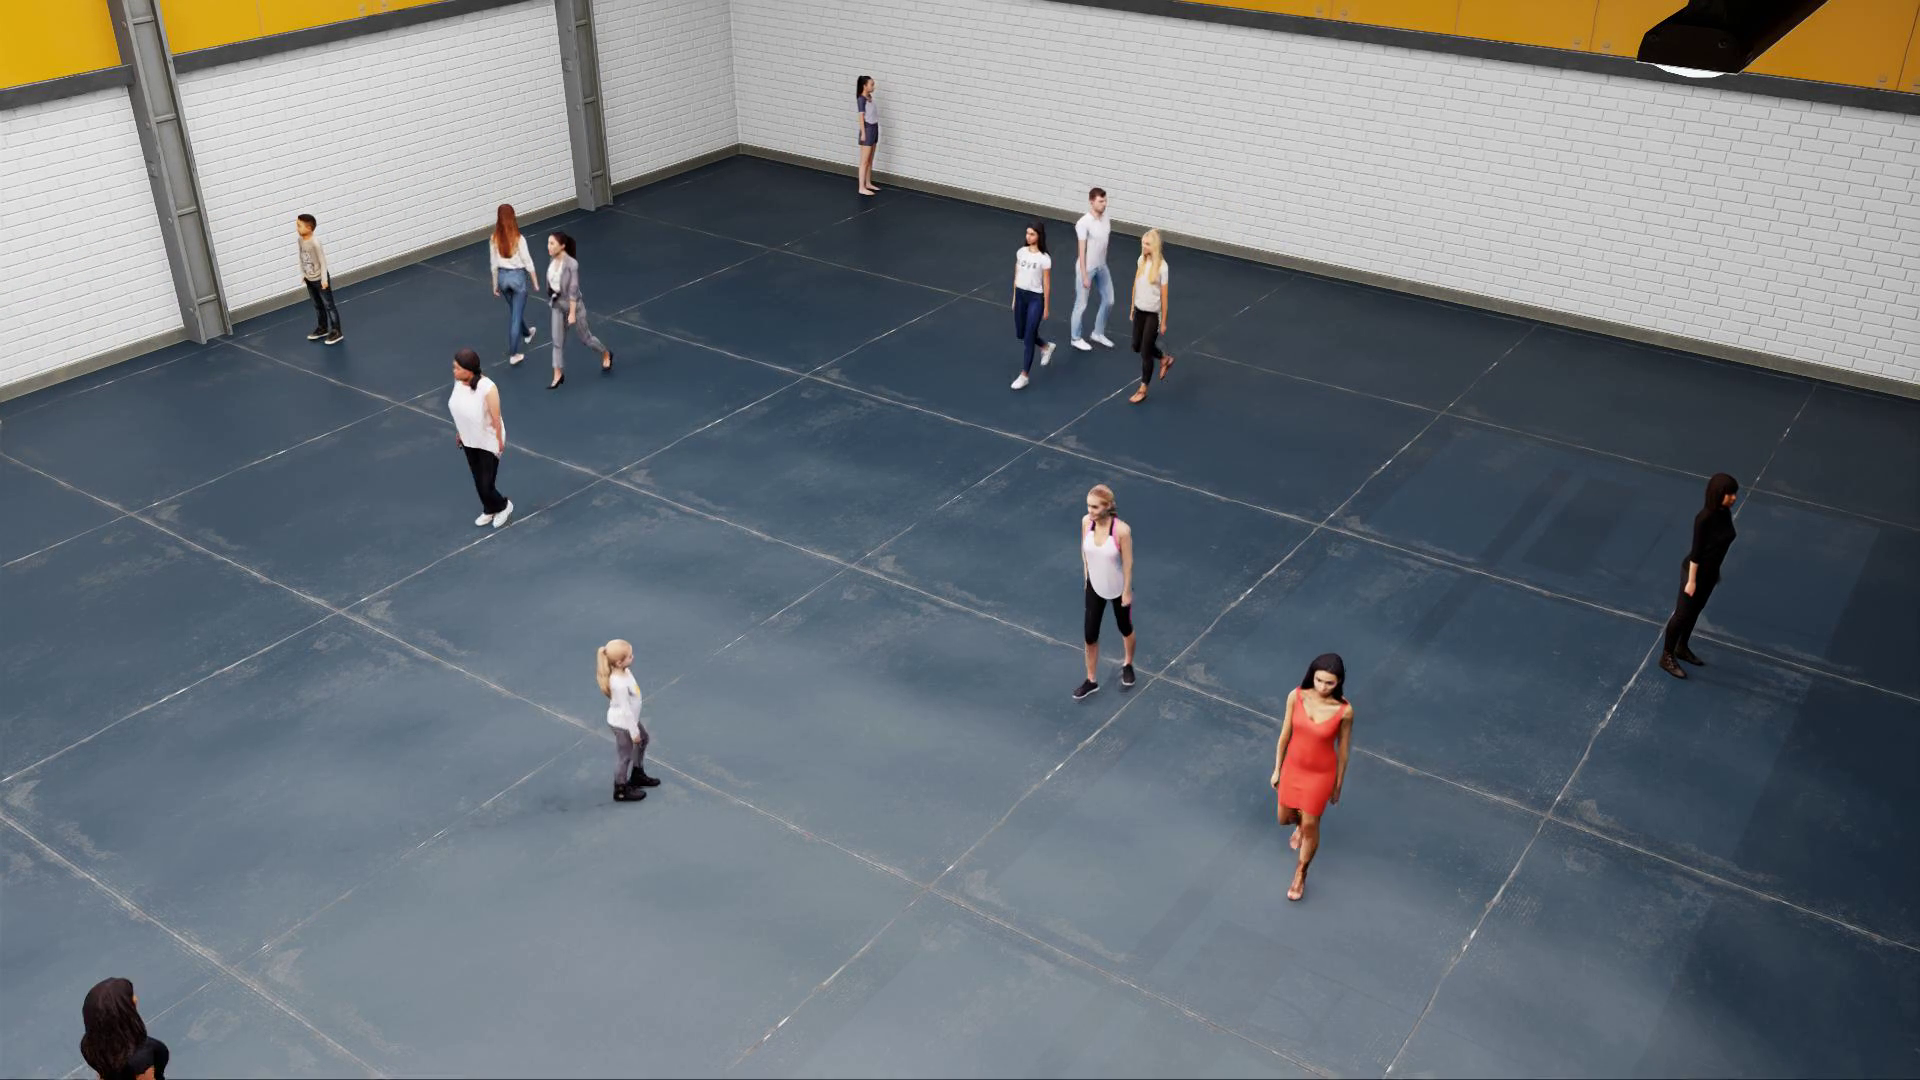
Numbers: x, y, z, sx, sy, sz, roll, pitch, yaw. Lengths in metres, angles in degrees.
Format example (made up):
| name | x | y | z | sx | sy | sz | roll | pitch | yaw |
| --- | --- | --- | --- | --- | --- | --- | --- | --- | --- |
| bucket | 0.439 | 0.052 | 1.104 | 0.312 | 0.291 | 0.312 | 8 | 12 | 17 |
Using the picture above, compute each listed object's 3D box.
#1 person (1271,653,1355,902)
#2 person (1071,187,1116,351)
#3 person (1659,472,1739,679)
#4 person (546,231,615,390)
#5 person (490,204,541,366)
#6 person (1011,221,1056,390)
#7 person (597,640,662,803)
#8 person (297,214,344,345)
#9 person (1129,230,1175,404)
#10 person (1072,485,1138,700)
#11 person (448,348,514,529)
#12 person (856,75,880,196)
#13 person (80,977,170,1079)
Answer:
| name | x | y | z | sx | sy | sz | roll | pitch | yaw |
| --- | --- | --- | --- | --- | --- | --- | --- | --- | --- |
| person | 2.185 | 1.408 | 10.309 | 0.659 | 1.705 | 0.848 | 14 | 32 | 24 |
| person | 1.374 | -2.978 | 18.215 | 0.681 | 1.834 | 0.798 | -23 | 36 | -36 |
| person | 5.569 | 0.235 | 12.524 | 0.521 | 1.642 | 0.676 | -21 | 35 | -34 |
| person | -4.007 | -2.407 | 17.366 | 0.640 | 1.644 | 1.068 | 21 | 35 | 33 |
| person | -4.851 | -2.722 | 17.896 | 0.845 | 1.691 | 1.130 | 7 | 29 | 12 |
| person | 0.786 | -2.485 | 17.389 | 0.682 | 1.759 | 0.991 | 23 | 36 | 36 |
| person | -2.305 | 1.217 | 11.112 | 0.693 | 1.270 | 0.636 | -7 | 29 | -12 |
| person | -7.148 | -2.924 | 18.504 | 0.543 | 1.462 | 0.492 | 17 | 33 | 29 |
| person | 2.011 | -2.312 | 17.022 | 0.978 | 1.807 | 0.770 | -22 | 35 | -34 |
| person | 1.146 | 0.337 | 12.234 | 0.594 | 1.741 | 0.829 | 17 | 33 | 28 |
| person | -4.163 | -0.914 | 14.594 | 0.680 | 1.677 | 0.653 | 24 | 37 | 37 |
| person | -1.320 | -5.711 | 23.418 | 0.716 | 1.649 | 0.572 | 7 | 29 | 12 |
| person | -3.843 | 2.832 | 7.713 | 0.868 | 1.691 | 1.214 | 8 | 30 | 14 |
